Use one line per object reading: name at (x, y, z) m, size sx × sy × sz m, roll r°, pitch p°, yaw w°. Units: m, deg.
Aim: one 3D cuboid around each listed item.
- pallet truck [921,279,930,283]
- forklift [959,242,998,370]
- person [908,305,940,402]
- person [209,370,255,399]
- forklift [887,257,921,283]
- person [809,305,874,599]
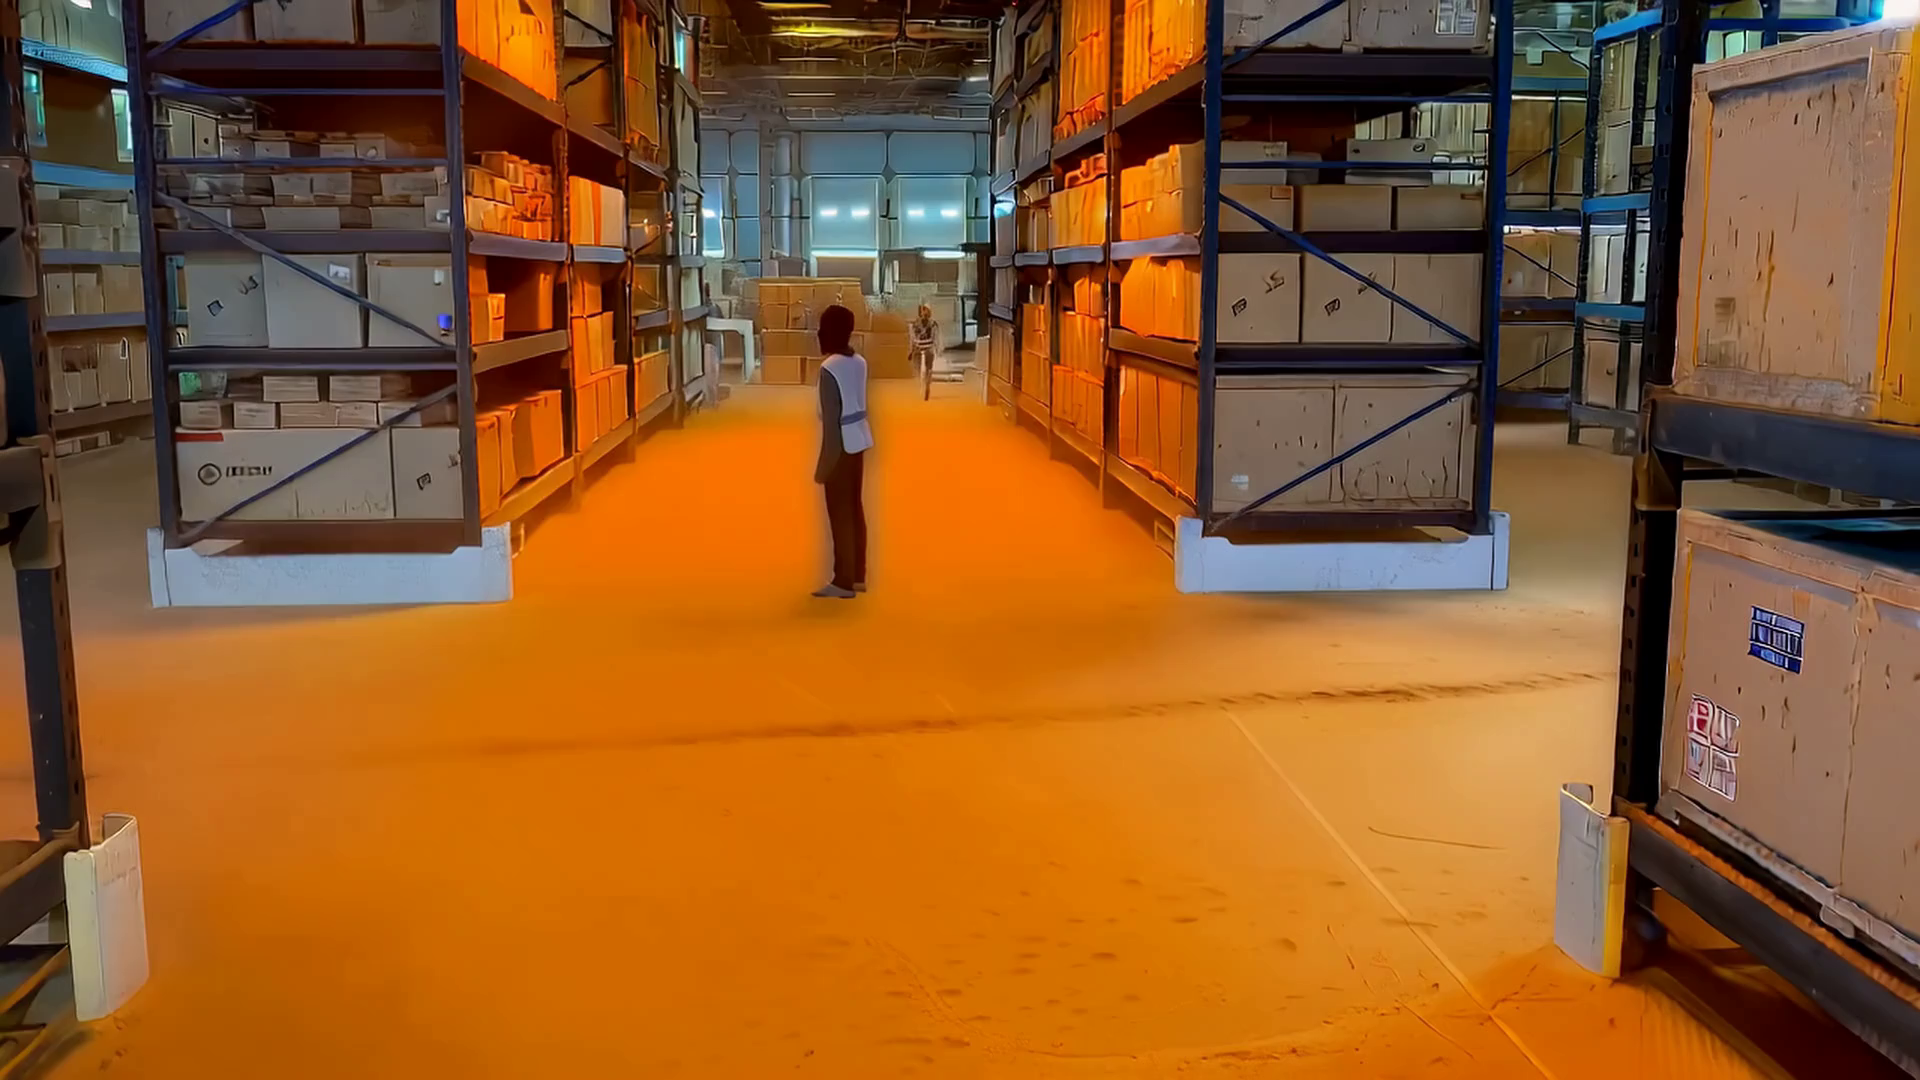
pallet truck at (-0.932, -8.922, 63.114) m, size 1.885 × 1.965 × 0.823 m, roll 2°, pitch 9°, yaw 13°
forklift at (1.039, -5.082, 36.242) m, size 1.129 × 2.768 × 1.873 m, roll -9°, pitch 13°, yaw -44°
person at (-0.596, -3.140, 27.953) m, size 0.540 × 1.622 × 0.446 m, roll 1°, pitch 9°, yaw 3°
person at (-9.518, -2.302, 21.710) m, size 0.613 × 1.946 × 0.784 m, roll -2°, pitch 9°, yaw -12°
forklift at (-1.475, -6.327, 44.060) m, size 1.129 × 2.768 × 1.873 m, roll -1°, pitch 9°, yaw -4°
person at (-0.776, -0.571, 10.921) m, size 0.392 × 1.922 × 0.592 m, roll 3°, pitch 9°, yaw 15°
